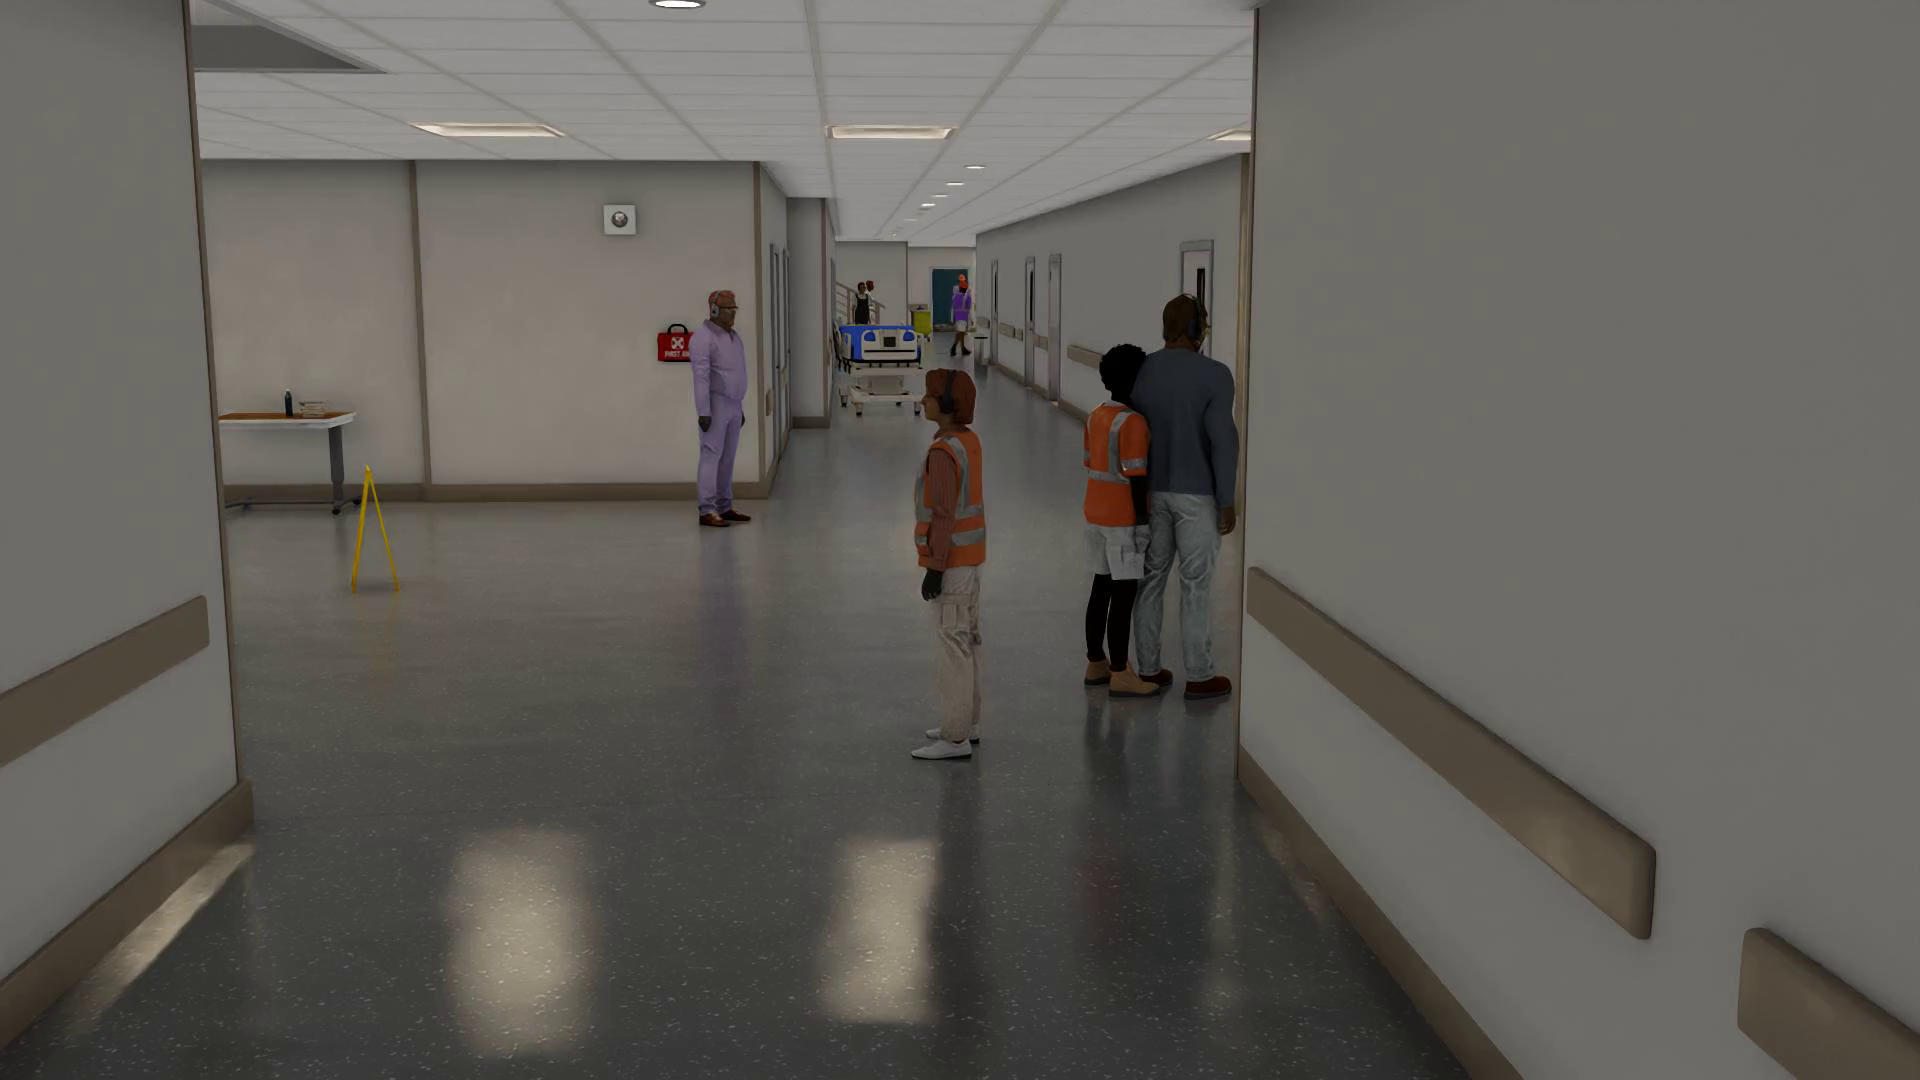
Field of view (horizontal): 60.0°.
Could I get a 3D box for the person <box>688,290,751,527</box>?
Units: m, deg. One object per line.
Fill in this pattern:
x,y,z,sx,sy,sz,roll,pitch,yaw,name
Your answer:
-1.920,-1.067,13.487,0.403,1.904,0.652,3,10,20,person

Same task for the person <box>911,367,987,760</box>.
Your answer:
-0.038,0.098,6.986,0.308,1.645,0.515,2,9,12,person

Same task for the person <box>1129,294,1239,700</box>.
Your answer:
1.046,-0.202,7.966,0.627,1.934,0.370,7,11,37,person

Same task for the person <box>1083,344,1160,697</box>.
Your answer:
0.775,-0.095,8.029,0.316,1.696,0.541,-3,10,-20,person

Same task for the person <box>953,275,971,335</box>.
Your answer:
0.063,-7.973,56.408,0.612,2.041,0.394,-1,9,-5,person

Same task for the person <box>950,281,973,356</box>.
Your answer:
-0.003,-5.598,42.031,0.535,1.891,0.976,7,11,38,person

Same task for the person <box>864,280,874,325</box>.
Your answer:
-2.631,-6.491,47.641,0.356,1.876,0.575,0,9,2,person

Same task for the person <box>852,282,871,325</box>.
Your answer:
-2.520,-5.666,42.535,0.514,1.845,0.338,-5,10,-28,person
